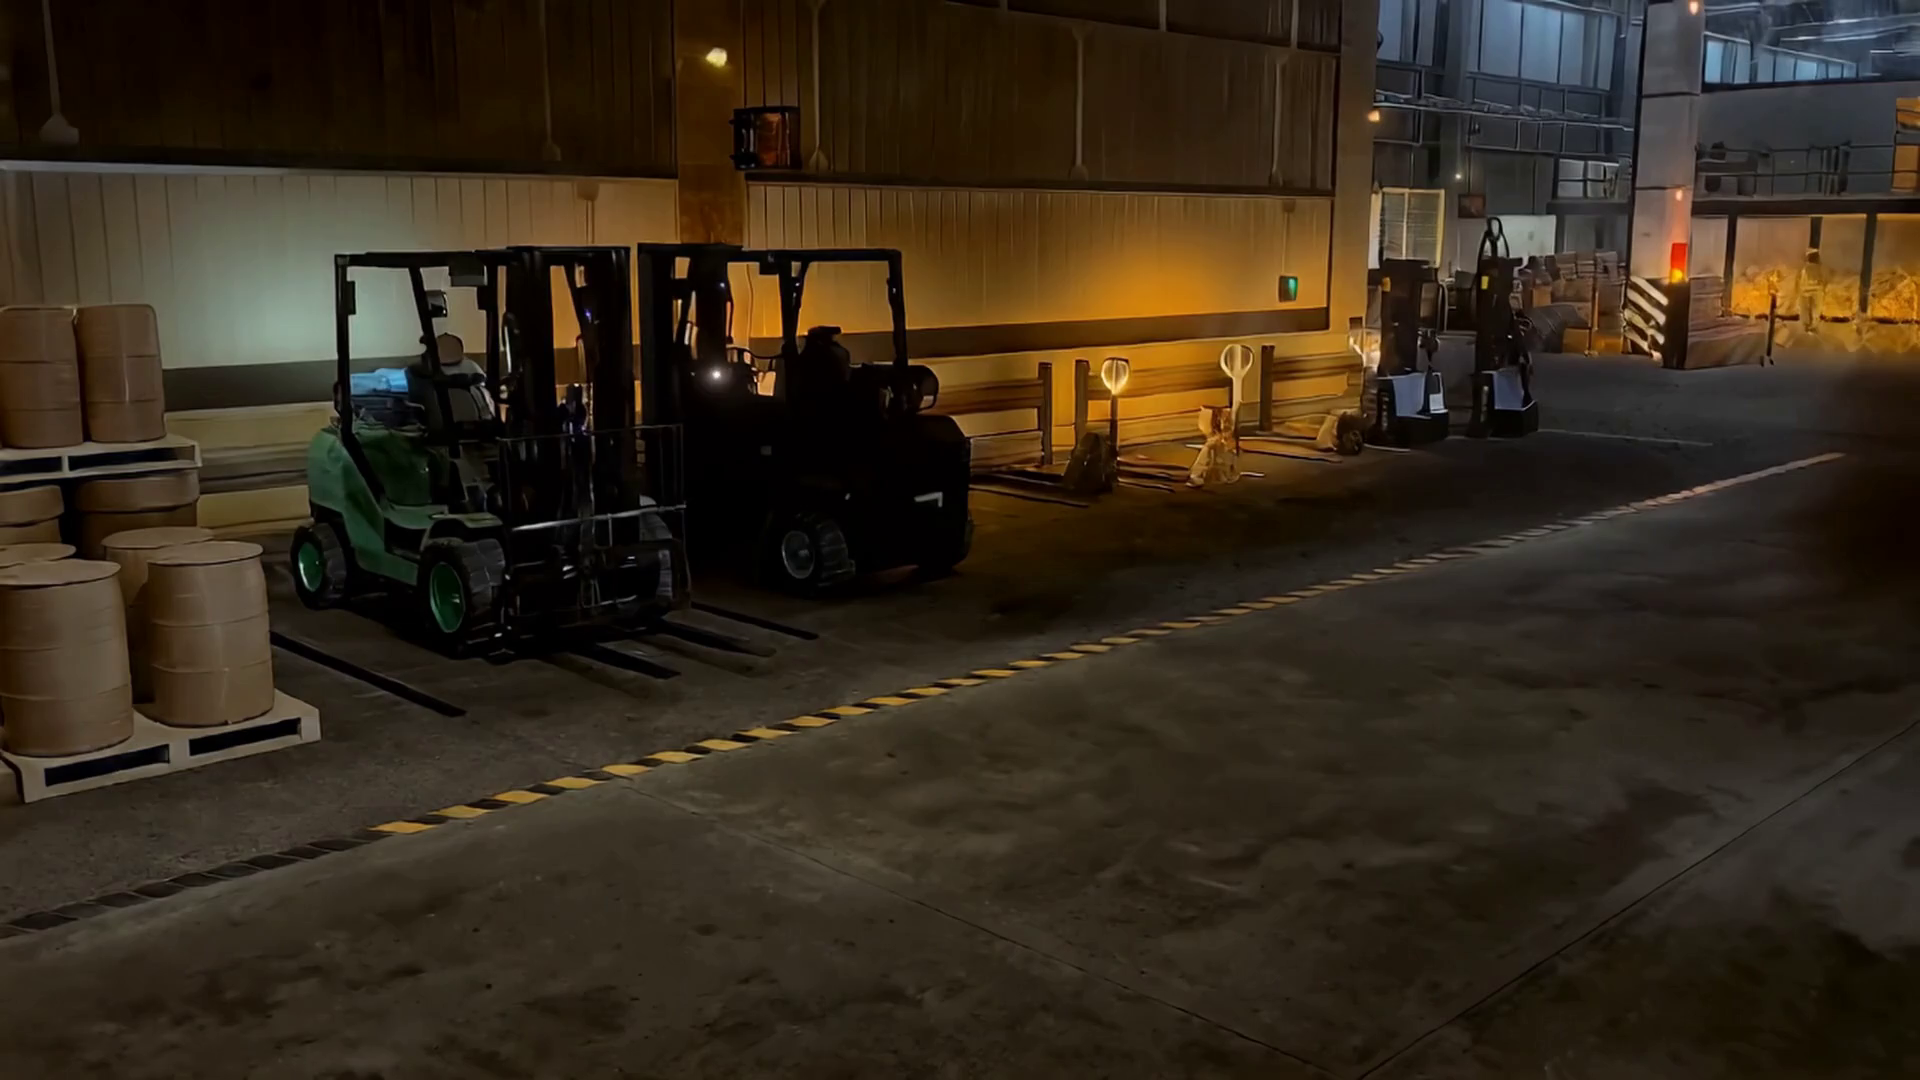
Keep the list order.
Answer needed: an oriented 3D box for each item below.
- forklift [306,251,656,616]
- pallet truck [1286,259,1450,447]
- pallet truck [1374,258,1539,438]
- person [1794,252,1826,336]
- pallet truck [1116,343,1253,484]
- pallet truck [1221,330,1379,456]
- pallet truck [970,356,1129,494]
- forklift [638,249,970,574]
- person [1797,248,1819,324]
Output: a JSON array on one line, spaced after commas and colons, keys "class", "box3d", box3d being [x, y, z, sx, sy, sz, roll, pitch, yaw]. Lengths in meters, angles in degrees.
[{"class": "forklift", "box3d": [-2.833, -0.669, 9.694, 1.157, 1.987, 2.680, -10, 14, -44]}, {"class": "pallet truck", "box3d": [4.493, -2.078, 18.196, 0.823, 1.965, 1.885, -9, 14, -40]}, {"class": "pallet truck", "box3d": [5.704, -2.208, 18.901, 1.885, 1.965, 0.823, 10, 14, 43]}, {"class": "person", "box3d": [19.064, -5.514, 37.298, 0.575, 1.889, 0.439, 2, 11, 10]}, {"class": "pallet truck", "box3d": [1.962, -1.215, 15.415, 1.522, 1.261, 0.704, 10, 14, 43]}, {"class": "pallet truck", "box3d": [3.563, -1.581, 17.381, 0.653, 1.274, 1.630, -10, 14, -44]}, {"class": "pallet truck", "box3d": [0.784, -1.085, 14.876, 0.680, 1.201, 1.601, -10, 14, -44]}, {"class": "forklift", "box3d": [-1.173, -0.958, 11.239, 2.680, 1.987, 1.157, 10, 14, 43]}, {"class": "person", "box3d": [21.558, -6.459, 42.273, 0.371, 1.925, 0.595, 2, 11, 13]}]
